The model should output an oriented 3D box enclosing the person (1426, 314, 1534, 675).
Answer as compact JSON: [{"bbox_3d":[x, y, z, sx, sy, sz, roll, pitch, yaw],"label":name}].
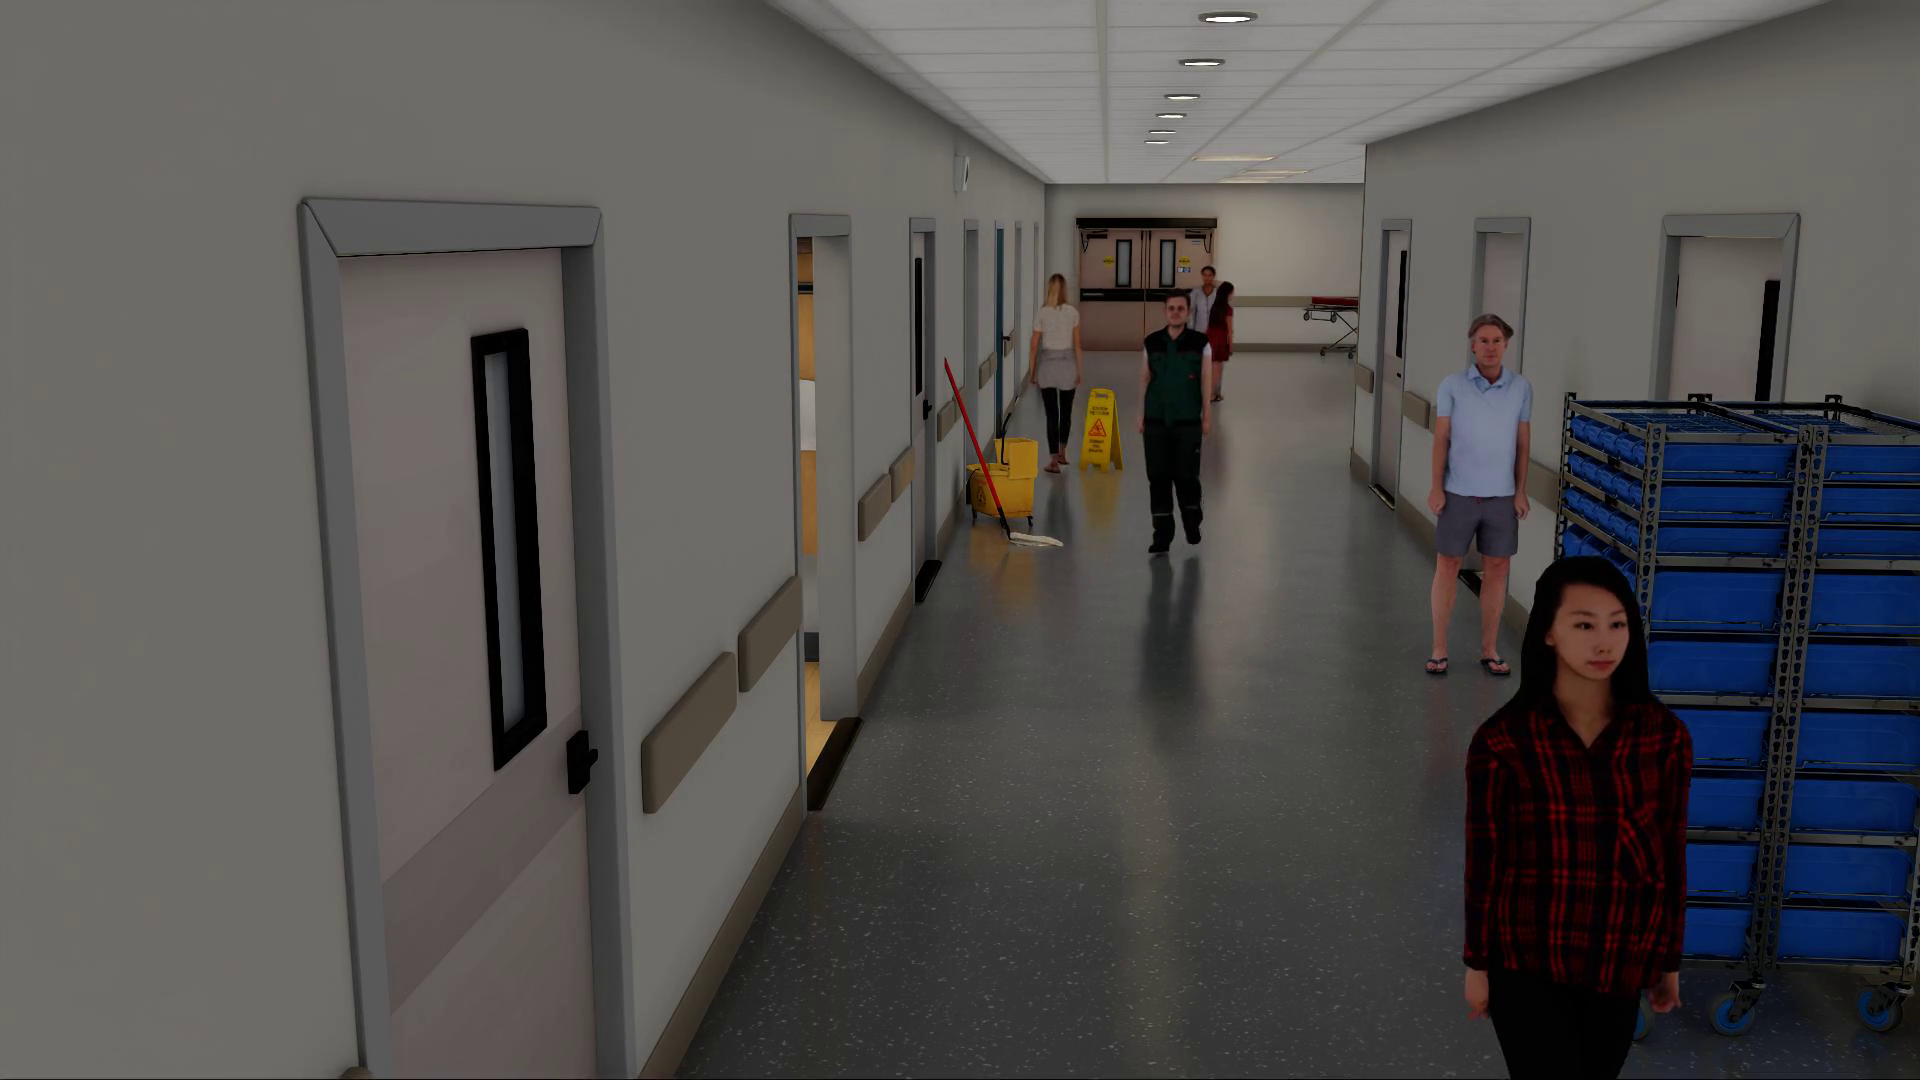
[{"bbox_3d":[2.651,-0.241,8.507,0.648,1.832,0.541,1,11,6],"label":"person"}]

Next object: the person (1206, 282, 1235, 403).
[{"bbox_3d":[3.267,-2.541,21.410,0.816,1.532,0.760,-9,14,-40],"label":"person"}]

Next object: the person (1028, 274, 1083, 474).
[{"bbox_3d":[0.918,-1.507,15.243,0.678,1.809,0.704,-2,11,-9],"label":"person"}]

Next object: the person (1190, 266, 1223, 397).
[{"bbox_3d":[3.291,-2.772,22.121,0.648,1.730,0.583,2,11,12],"label":"person"}]

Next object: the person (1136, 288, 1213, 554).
[{"bbox_3d":[1.500,-0.837,11.626,0.771,1.836,0.852,4,12,21],"label":"person"}]

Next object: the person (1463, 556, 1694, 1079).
[{"bbox_3d":[1.193,0.834,3.370,0.700,1.636,1.022,-1,11,-4],"label":"person"}]
